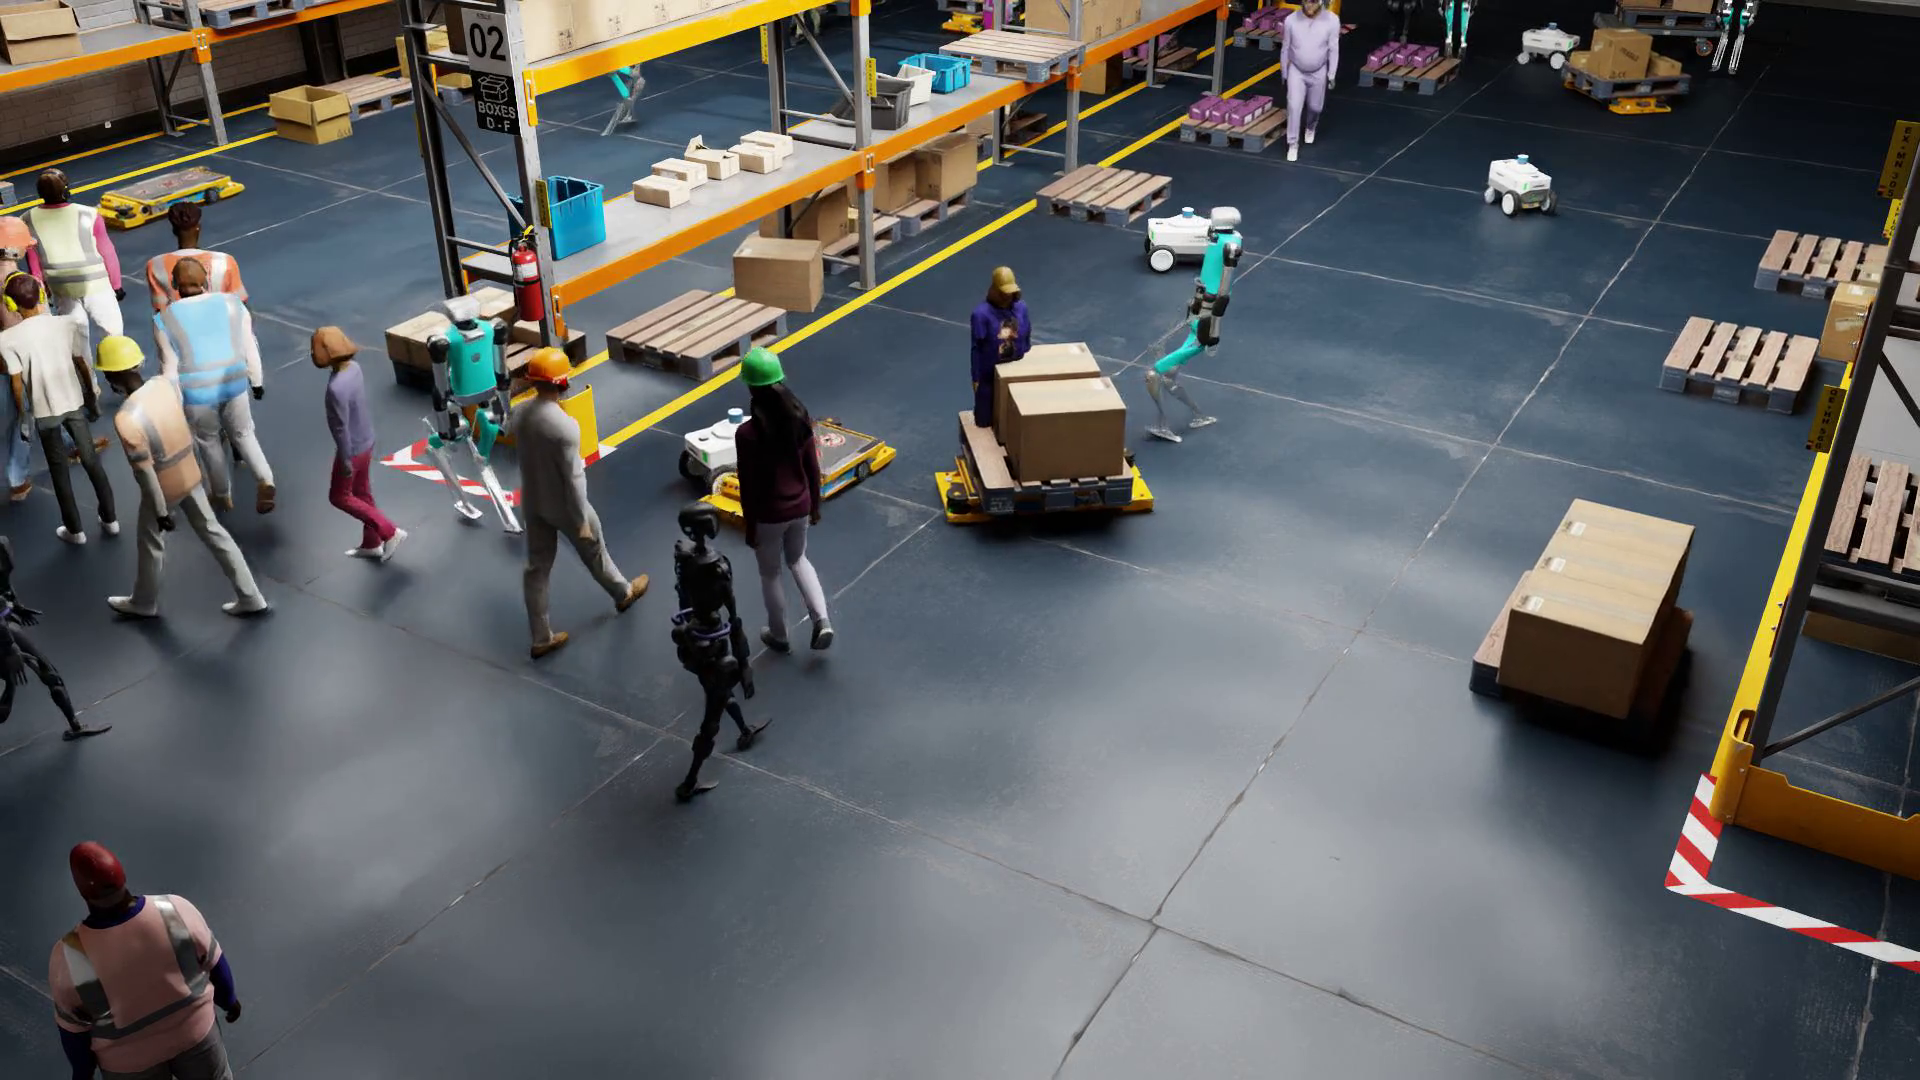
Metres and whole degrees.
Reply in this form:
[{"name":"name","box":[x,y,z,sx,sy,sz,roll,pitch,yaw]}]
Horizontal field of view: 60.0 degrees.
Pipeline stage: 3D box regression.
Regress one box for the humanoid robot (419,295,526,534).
[{"name":"humanoid robot","box":[-3.265,-0.839,10.939,0.533,1.743,0.946,-22,36,-34]}]

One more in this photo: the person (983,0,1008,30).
[{"name":"person","box":[0.426,-6.377,20.620,0.339,1.845,0.508,2,30,4]}]

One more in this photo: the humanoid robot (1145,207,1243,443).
[{"name":"humanoid robot","box":[1.609,-1.560,12.213,0.835,1.759,0.533,-4,30,-7]}]

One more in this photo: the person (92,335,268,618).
[{"name":"person","box":[-4.762,-0.353,9.936,0.979,1.873,0.594,5,30,9]}]

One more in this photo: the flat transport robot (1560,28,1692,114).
[{"name":"flat transport robot","box":[8.245,-5.615,20.875,0.659,0.231,1.431,-5,30,-9]}]

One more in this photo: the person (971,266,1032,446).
[{"name":"person","box":[0.291,-1.153,11.614,0.452,1.607,0.432,-13,32,-22]}]

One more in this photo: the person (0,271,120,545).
[{"name":"person","box":[-5.886,-0.850,10.838,0.345,1.858,0.511,23,37,35]}]

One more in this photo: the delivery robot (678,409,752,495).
[{"name":"delivery robot","box":[-1.597,-0.630,11.771,0.775,0.601,0.499,-19,34,-30]}]

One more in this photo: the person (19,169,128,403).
[{"name":"person","box":[-6.750,-1.938,12.773,0.620,1.845,0.431,-7,30,-13]}]

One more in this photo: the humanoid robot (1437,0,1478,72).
[{"name":"humanoid robot","box":[6.553,-6.954,21.795,0.548,1.842,0.691,3,30,5]}]

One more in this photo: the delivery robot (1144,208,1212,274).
[{"name":"delivery robot","box":[2.112,-2.823,15.649,0.802,0.598,0.499,1,30,2]}]

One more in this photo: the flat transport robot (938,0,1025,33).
[{"name":"flat transport robot","box":[0.403,-7.771,24.688,0.659,0.231,1.431,18,34,28]}]

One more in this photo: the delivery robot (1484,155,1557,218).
[{"name":"delivery robot","box":[5.762,-3.643,17.107,0.508,0.605,0.777,-8,30,-13]}]

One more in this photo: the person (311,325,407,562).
[{"name":"person","box":[-3.869,-0.592,10.623,0.401,1.618,0.512,-2,30,-3]}]

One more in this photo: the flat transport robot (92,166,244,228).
[{"name":"flat transport robot","box":[-8.245,-3.566,17.250,0.659,0.231,1.431,16,33,26]}]

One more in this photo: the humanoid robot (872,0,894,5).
[{"name":"humanoid robot","box":[-1.218,-9.145,25.678,0.599,1.653,0.315,16,33,27]}]

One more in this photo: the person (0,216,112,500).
[{"name":"person","box":[-6.537,-1.282,11.524,0.633,1.934,0.900,13,32,21]}]

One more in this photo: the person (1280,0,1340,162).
[{"name":"person","box":[3.887,-5.255,18.607,0.641,1.874,0.805,4,30,8]}]

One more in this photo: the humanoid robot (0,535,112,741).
[{"name":"humanoid robot","box":[-5.088,0.462,8.750,0.785,1.631,0.601,-13,32,-22]}]

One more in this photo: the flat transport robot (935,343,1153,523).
[{"name":"flat transport robot","box":[0.577,-0.390,11.631,1.431,0.231,0.659,-4,30,-8]}]

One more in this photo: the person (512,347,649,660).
[{"name":"person","box":[-2.307,-0.263,9.805,0.559,1.839,0.980,15,33,24]}]

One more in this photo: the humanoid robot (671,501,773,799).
[{"name":"humanoid robot","box":[-1.251,0.528,8.606,0.746,1.629,0.589,-23,37,-35]}]

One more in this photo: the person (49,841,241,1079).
[{"name":"person","box":[-2.997,1.828,6.198,0.600,1.756,0.420,-23,37,-35]}]

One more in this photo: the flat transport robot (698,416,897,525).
[{"name":"flat transport robot","box":[-1.131,-0.475,11.783,0.659,0.231,1.431,18,34,29]}]

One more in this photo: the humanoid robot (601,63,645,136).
[{"name":"humanoid robot","box":[-3.975,-5.629,19.437,0.825,1.800,0.543,-13,32,-22]}]

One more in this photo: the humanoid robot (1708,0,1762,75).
[{"name":"humanoid robot","box":[10.112,-6.918,21.551,0.533,1.677,0.735,16,33,27]}]

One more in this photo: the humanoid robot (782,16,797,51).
[{"name":"humanoid robot","box":[-2.447,-7.619,22.984,0.610,1.642,0.418,-2,30,-3]}]

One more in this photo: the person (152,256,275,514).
[{"name":"person","box":[-4.966,-0.993,11.128,0.638,1.816,0.697,-23,37,-35]}]

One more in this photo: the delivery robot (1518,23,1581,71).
[{"name":"delivery robot","box":[7.983,-6.646,22.425,0.790,0.613,0.499,23,36,34]}]

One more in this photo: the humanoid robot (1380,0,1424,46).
[{"name":"humanoid robot","box":[5.997,-7.343,22.516,0.600,1.642,0.600,13,32,21]}]

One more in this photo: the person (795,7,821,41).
[{"name":"person","box":[-2.237,-7.979,23.556,0.582,1.735,0.449,14,32,23]}]

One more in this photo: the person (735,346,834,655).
[{"name":"person","box":[-1.010,-0.173,9.548,0.514,1.934,0.559,-20,35,-31]}]

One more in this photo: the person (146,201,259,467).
[{"name":"person","box":[-5.361,-1.492,11.882,0.631,1.937,0.644,-8,30,-14]}]

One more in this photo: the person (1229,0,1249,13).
[{"name":"person","box":[4.256,-8.862,25.127,0.585,1.739,0.764,8,30,14]}]
